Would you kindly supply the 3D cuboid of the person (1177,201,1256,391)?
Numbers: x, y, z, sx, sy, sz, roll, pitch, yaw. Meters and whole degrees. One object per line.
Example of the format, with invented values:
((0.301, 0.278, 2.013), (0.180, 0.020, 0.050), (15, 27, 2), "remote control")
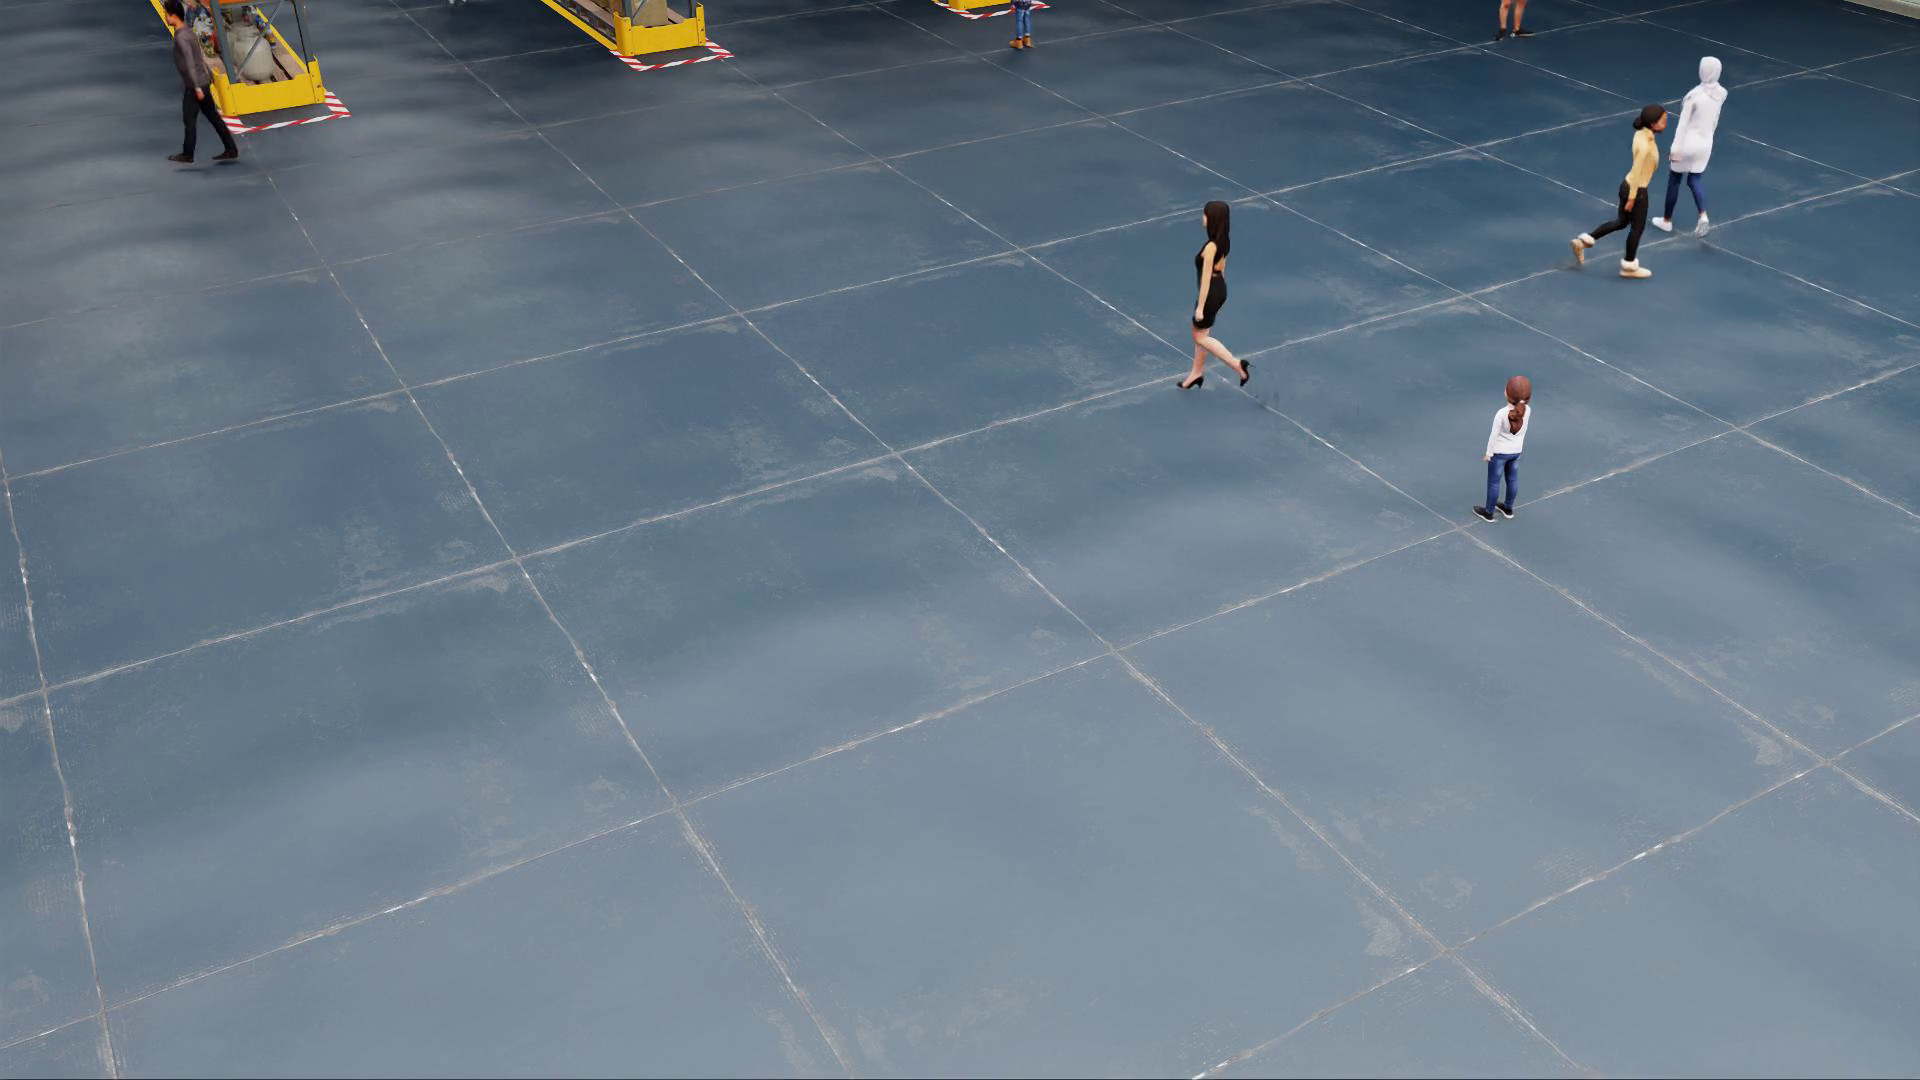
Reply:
((2.067, -1.890, 13.279), (0.960, 1.635, 0.852), (14, 35, 21), "person")

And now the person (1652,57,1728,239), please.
((7.173, -3.780, 16.155), (0.809, 1.763, 1.038), (-7, 33, -11), "person")

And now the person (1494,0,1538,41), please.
((7.434, -7.571, 22.121), (0.945, 1.810, 0.860), (-8, 33, -13), "person")

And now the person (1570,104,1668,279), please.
((6.153, -3.231, 15.400), (1.027, 1.640, 0.999), (7, 33, 10), "person")

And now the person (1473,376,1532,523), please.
((3.889, -0.656, 11.815), (0.463, 1.110, 0.489), (-12, 34, -18), "person")

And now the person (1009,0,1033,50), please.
((0.823, -7.165, 22.003), (0.526, 1.249, 0.537), (-26, 40, -35), "person")

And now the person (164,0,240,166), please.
((-8.167, -4.930, 17.997), (0.886, 1.742, 0.974), (4, 33, 7), "person")
